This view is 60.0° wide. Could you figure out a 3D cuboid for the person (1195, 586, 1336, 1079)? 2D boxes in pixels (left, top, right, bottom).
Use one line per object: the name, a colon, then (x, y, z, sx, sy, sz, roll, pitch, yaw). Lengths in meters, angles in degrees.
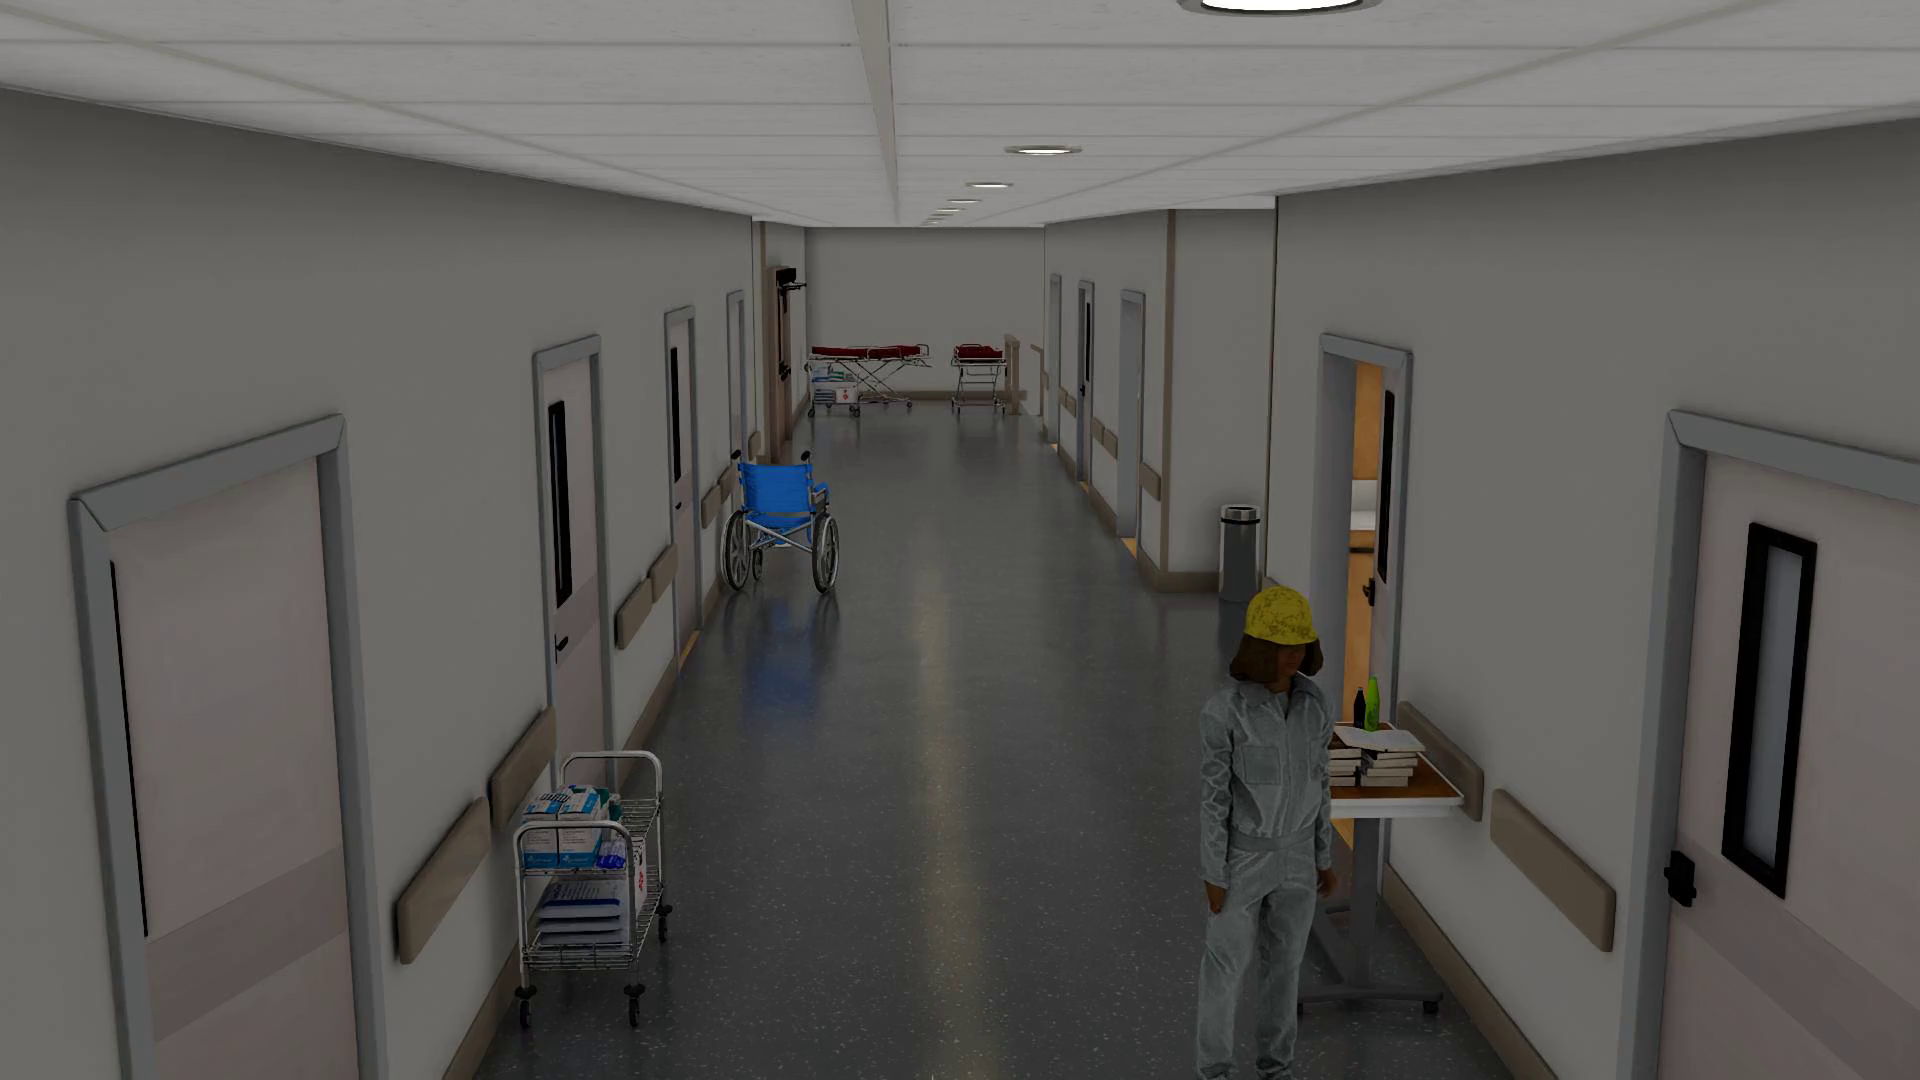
person: (0.959, 0.997, 5.137, 0.484, 1.744, 0.295, -5, 11, -26)
